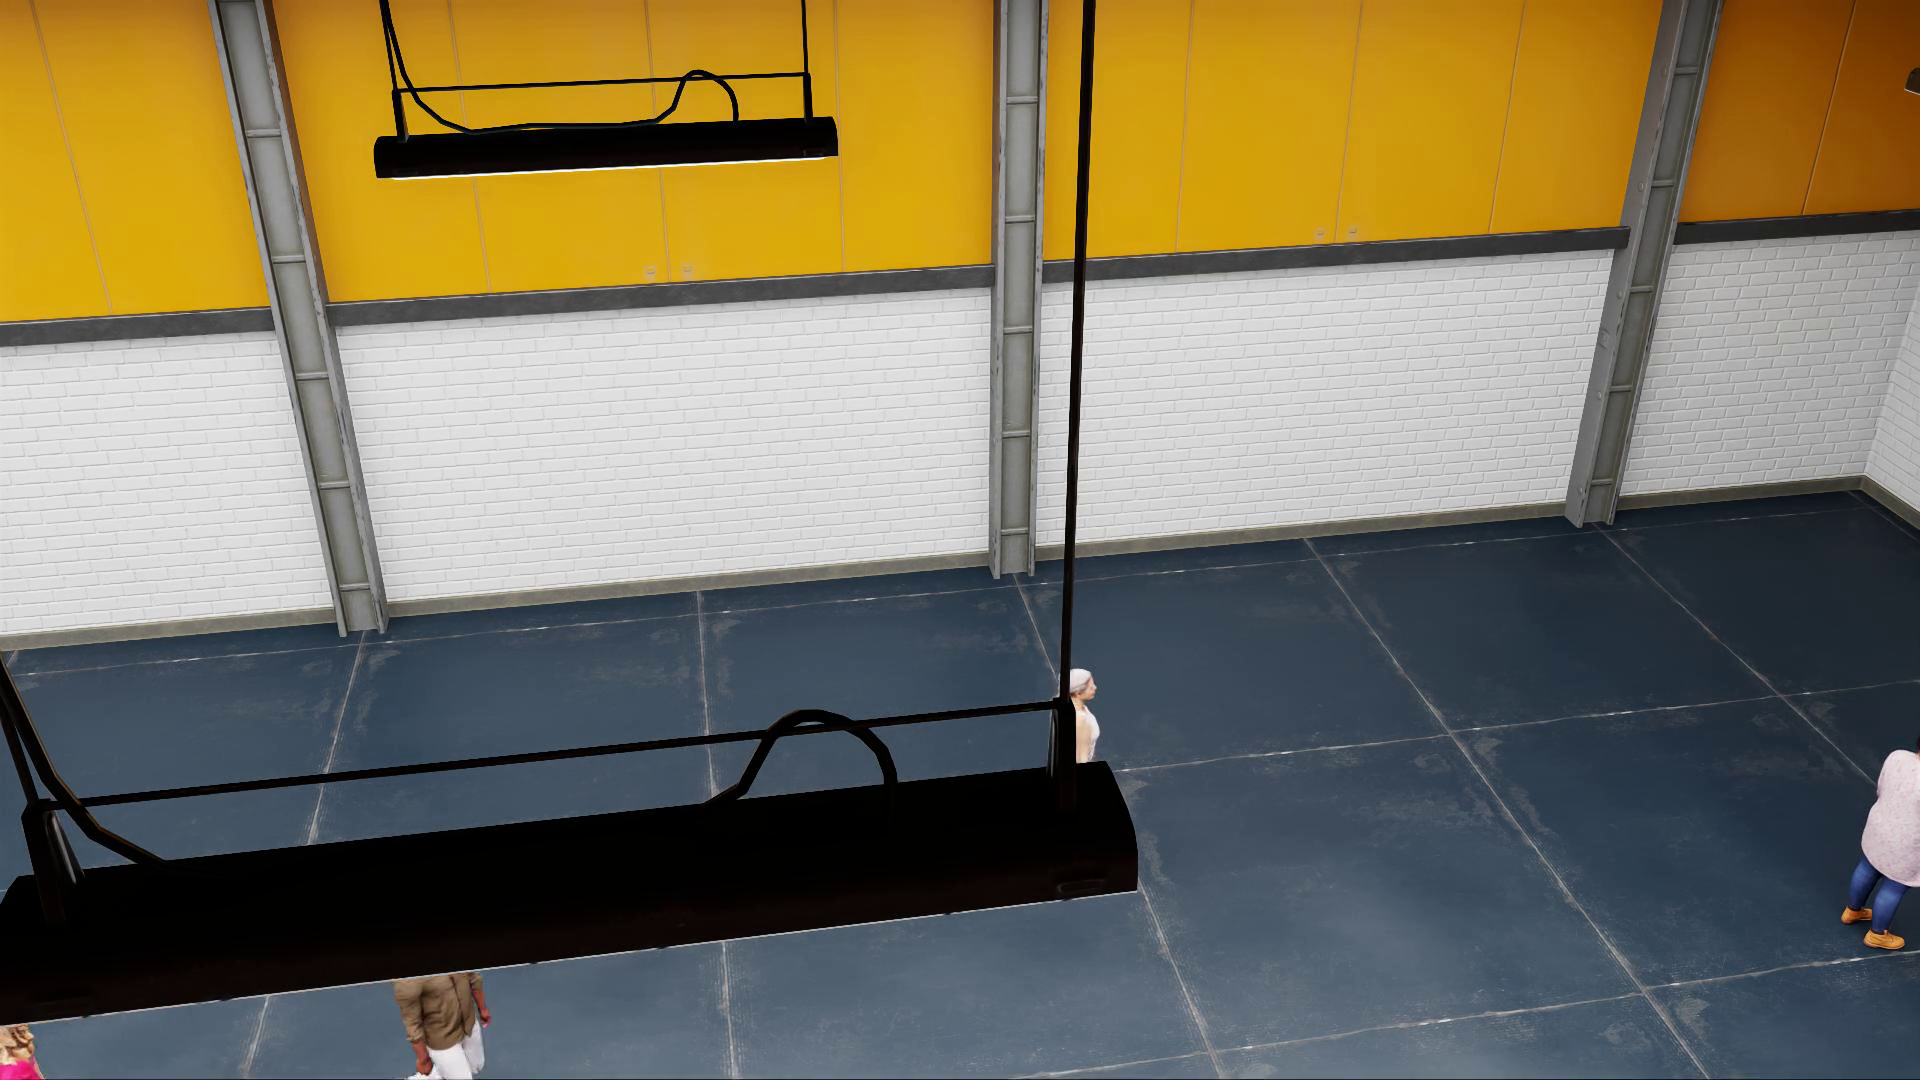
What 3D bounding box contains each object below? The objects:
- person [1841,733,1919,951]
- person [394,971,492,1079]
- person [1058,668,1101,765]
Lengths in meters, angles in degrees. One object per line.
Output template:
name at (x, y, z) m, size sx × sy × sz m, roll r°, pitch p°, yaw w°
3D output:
person at (6.307, 1.952, 11.156) m, size 0.603 × 1.746 × 0.680 m, roll -4°, pitch 29°, yaw -8°
person at (-3.000, 2.789, 9.564) m, size 1.124 × 1.802 × 1.005 m, roll 11°, pitch 31°, yaw 19°
person at (0.788, 1.638, 11.780) m, size 0.523 × 1.701 × 0.602 m, roll -5°, pitch 29°, yaw -10°
